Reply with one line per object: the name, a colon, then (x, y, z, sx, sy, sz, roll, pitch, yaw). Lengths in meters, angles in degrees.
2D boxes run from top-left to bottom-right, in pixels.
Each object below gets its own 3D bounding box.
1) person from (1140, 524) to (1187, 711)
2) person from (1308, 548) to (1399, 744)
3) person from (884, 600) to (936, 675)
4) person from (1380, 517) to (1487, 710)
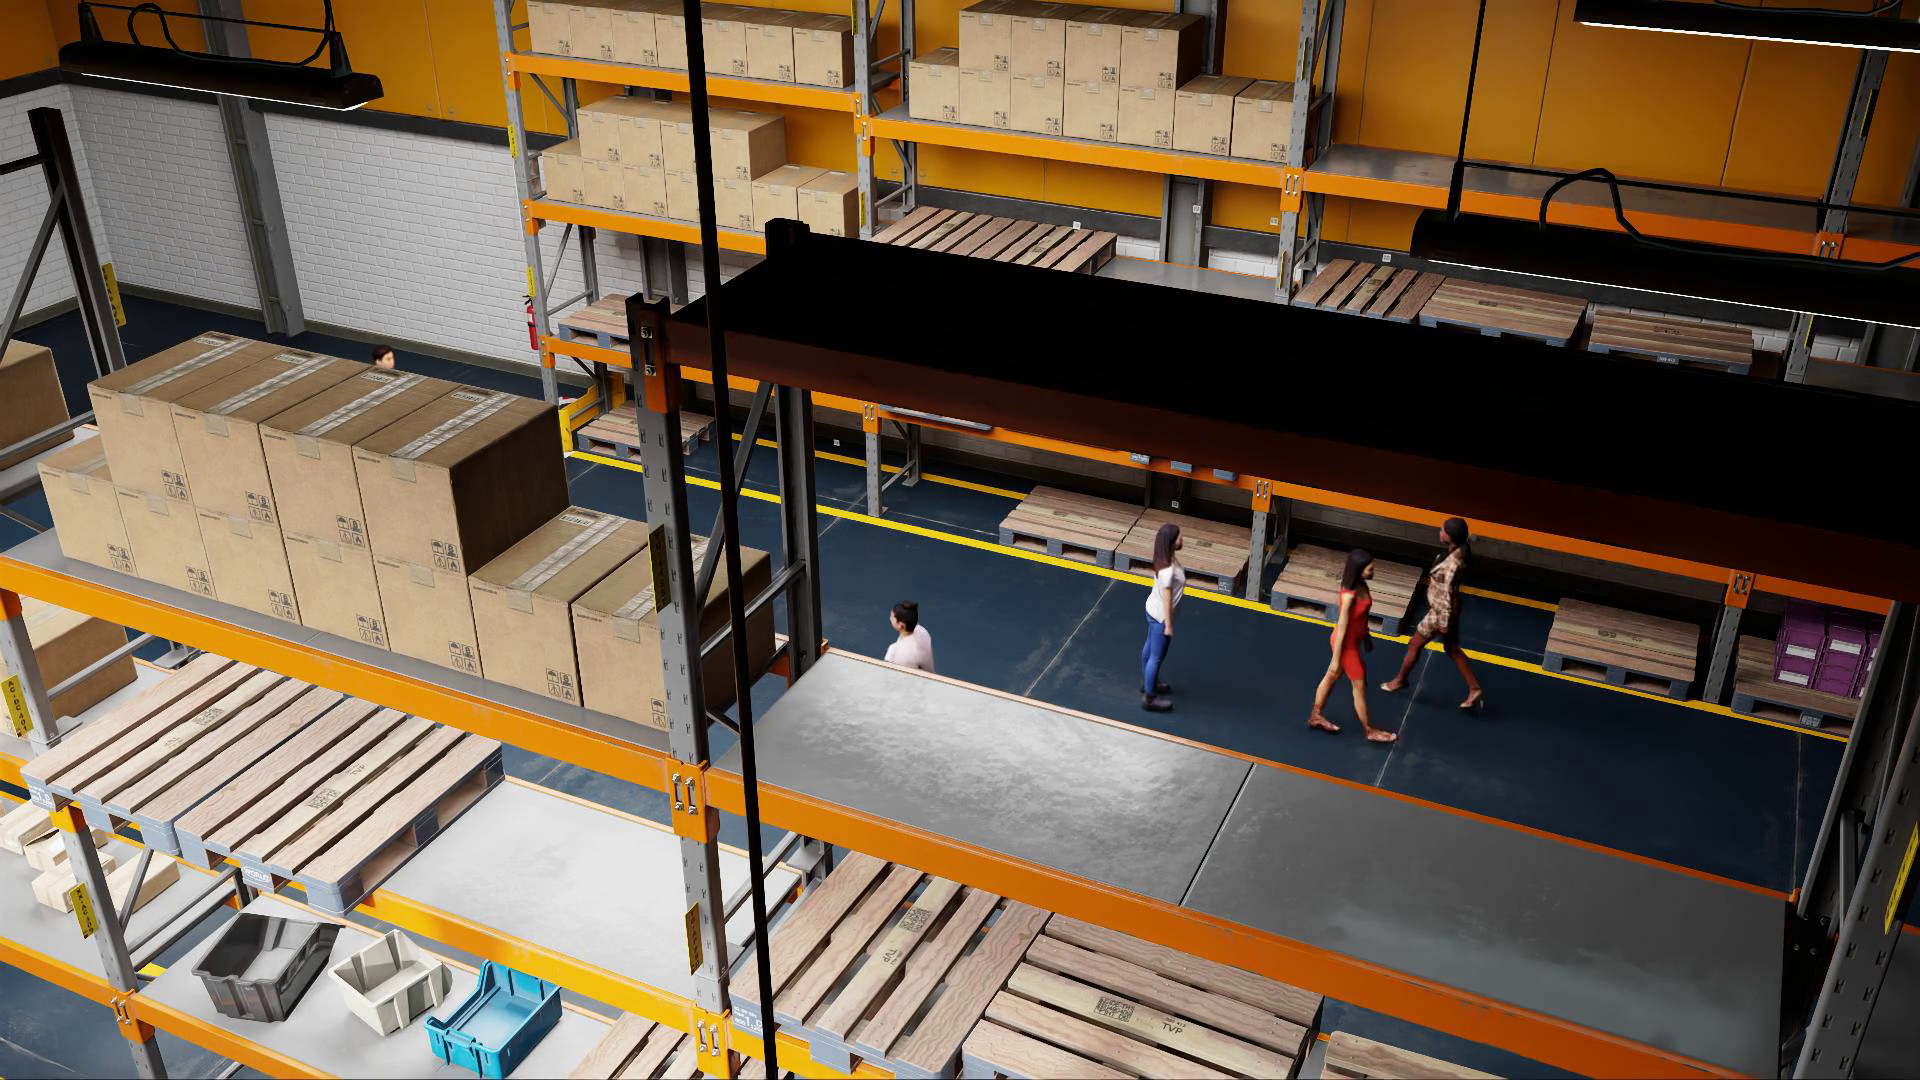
person: (1.649, 0.627, 13.707, 0.671, 1.682, 0.672, 0, 29, 0)
person: (3.016, 0.831, 13.321, 0.960, 1.693, 0.651, 11, 30, 19)
person: (-0.301, 1.204, 12.610, 1.064, 1.720, 0.710, 11, 30, 19)
person: (4.043, 0.645, 13.603, 1.078, 1.750, 0.617, 14, 32, 24)
